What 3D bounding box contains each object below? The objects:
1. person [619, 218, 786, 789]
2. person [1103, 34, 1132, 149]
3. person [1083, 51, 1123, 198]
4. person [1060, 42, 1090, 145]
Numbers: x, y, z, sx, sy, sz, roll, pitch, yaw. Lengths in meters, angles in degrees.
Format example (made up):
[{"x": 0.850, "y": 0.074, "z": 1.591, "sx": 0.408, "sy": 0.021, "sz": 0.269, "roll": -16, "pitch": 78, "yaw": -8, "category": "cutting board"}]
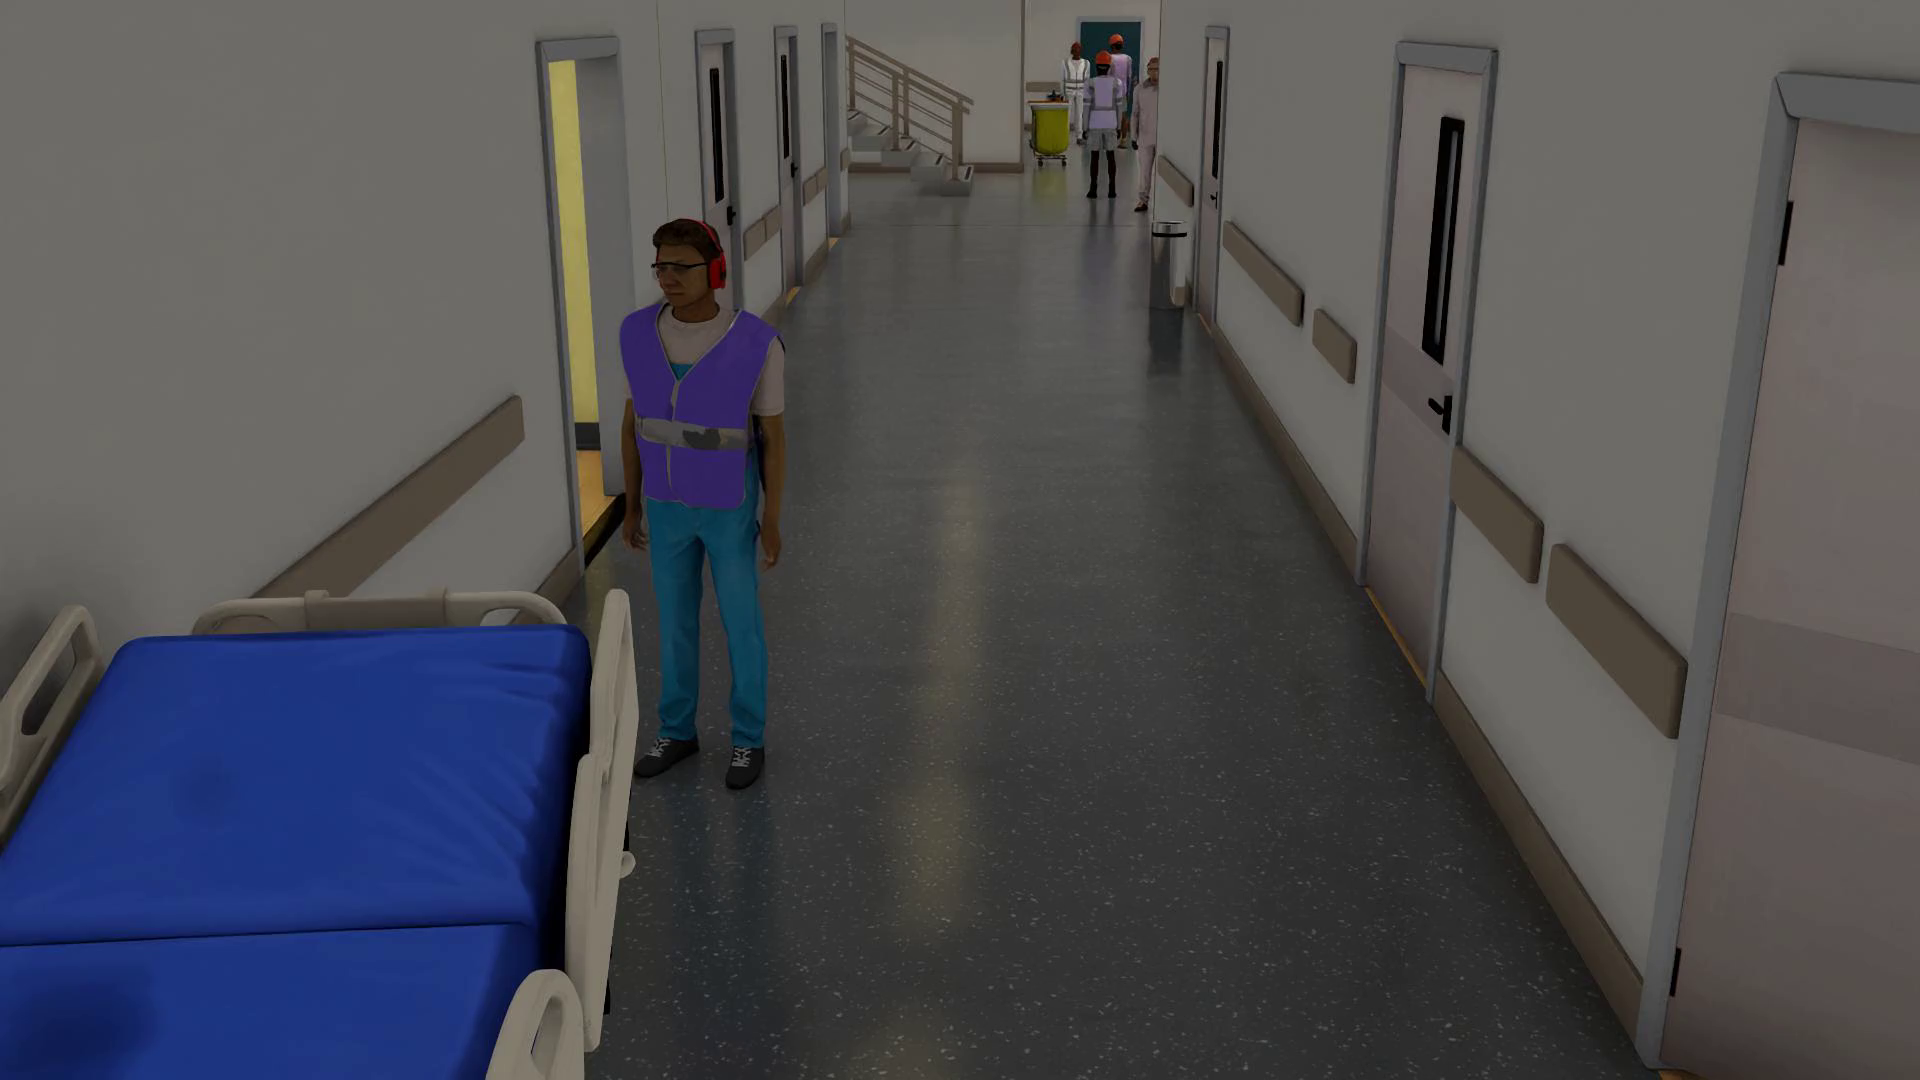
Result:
[{"x": -0.817, "y": -0.109, "z": 5.352, "sx": 0.563, "sy": 1.848, "sz": 0.391, "roll": 6, "pitch": 18, "yaw": 17, "category": "person"}, {"x": 2.842, "y": -8.199, "z": 30.457, "sx": 0.610, "sy": 2.042, "sz": 0.396, "roll": -9, "pitch": 20, "yaw": -26, "category": "person"}, {"x": 1.917, "y": -5.601, "z": 22.461, "sx": 0.542, "sy": 1.939, "sz": 0.365, "roll": -1, "pitch": 18, "yaw": -2, "category": "person"}, {"x": 2.170, "y": -8.418, "z": 31.400, "sx": 0.573, "sy": 1.886, "sz": 0.355, "roll": -2, "pitch": 18, "yaw": -7, "category": "person"}]
